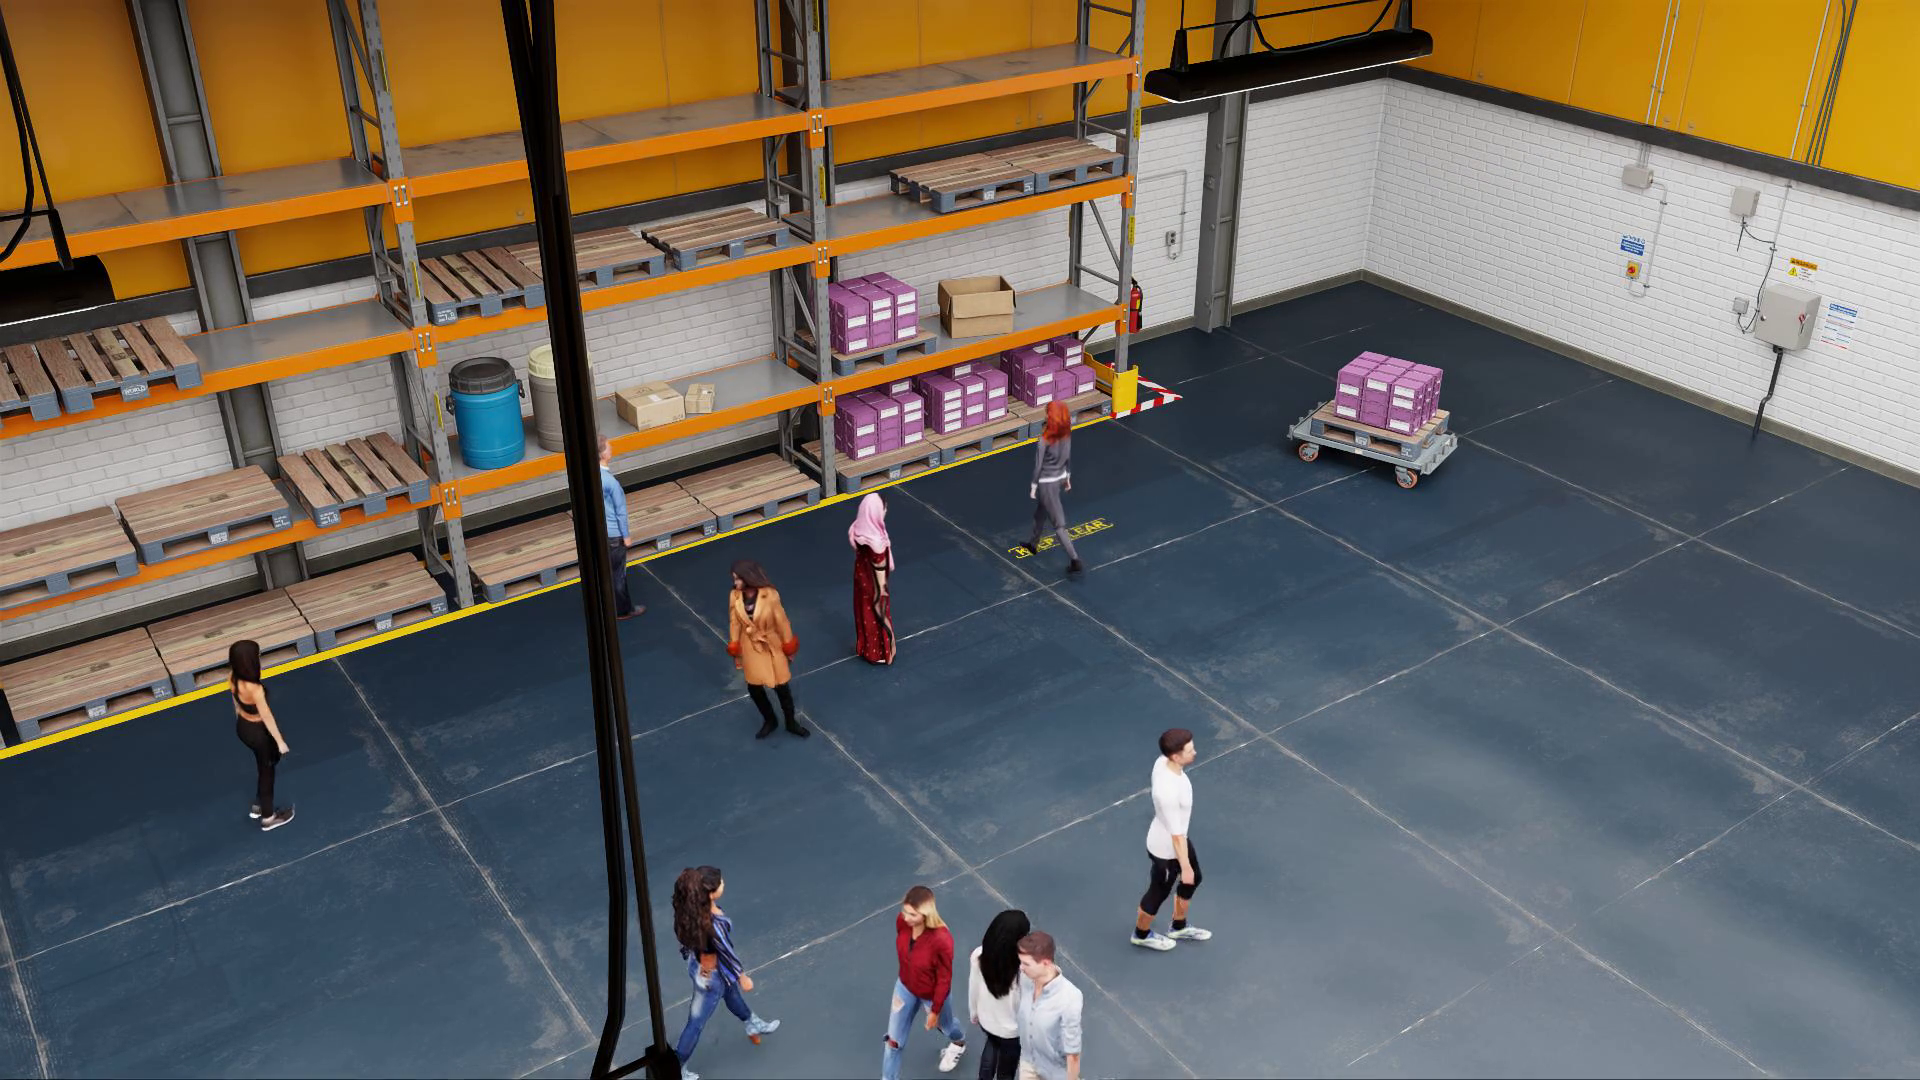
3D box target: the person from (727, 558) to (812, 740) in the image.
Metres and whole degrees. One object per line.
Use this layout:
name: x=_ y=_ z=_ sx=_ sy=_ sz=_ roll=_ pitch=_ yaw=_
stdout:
person: x=-1.543 y=0.897 z=13.433 sx=0.836 sy=1.703 sz=0.904 roll=-2 pitch=29 yaw=-3

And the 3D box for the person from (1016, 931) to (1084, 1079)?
person: x=0.582 y=2.966 z=9.529 sx=0.778 sy=1.808 sz=1.098 roll=24 pitch=37 yaw=37

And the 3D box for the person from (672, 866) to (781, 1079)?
person: x=-1.610 y=2.720 z=10.227 sx=1.069 sy=1.572 sz=0.707 roll=-14 pitch=32 yaw=-24

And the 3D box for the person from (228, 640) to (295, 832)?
person: x=-5.322 y=1.491 z=12.416 sx=0.644 sy=1.633 sz=0.666 roll=21 pitch=35 yaw=33

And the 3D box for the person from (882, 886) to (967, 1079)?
person: x=-0.165 y=2.738 z=10.180 sx=0.870 sy=1.586 sz=1.179 roll=19 pitch=34 yaw=31

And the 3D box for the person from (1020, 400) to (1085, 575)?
person: x=0.928 y=-0.473 z=15.910 sx=0.780 sy=1.735 sz=1.104 roll=25 pitch=38 yaw=38

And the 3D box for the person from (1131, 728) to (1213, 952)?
person: x=1.321 y=2.035 z=11.208 sx=0.971 sy=1.835 sz=0.911 roll=5 pitch=29 yaw=9

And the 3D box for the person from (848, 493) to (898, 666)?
person: x=-0.770 y=0.333 z=14.541 sx=0.668 sy=1.630 sz=0.713 roll=-11 pitch=30 yaw=-19

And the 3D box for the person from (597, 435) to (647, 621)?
person: x=-3.219 y=-0.124 z=15.182 sx=0.714 sy=1.820 sz=0.674 roll=21 pitch=35 yaw=33

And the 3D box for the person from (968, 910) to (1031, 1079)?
person: x=0.225 y=2.902 z=9.780 sx=0.731 sy=1.682 sz=0.760 roll=12 pitch=31 yaw=21
